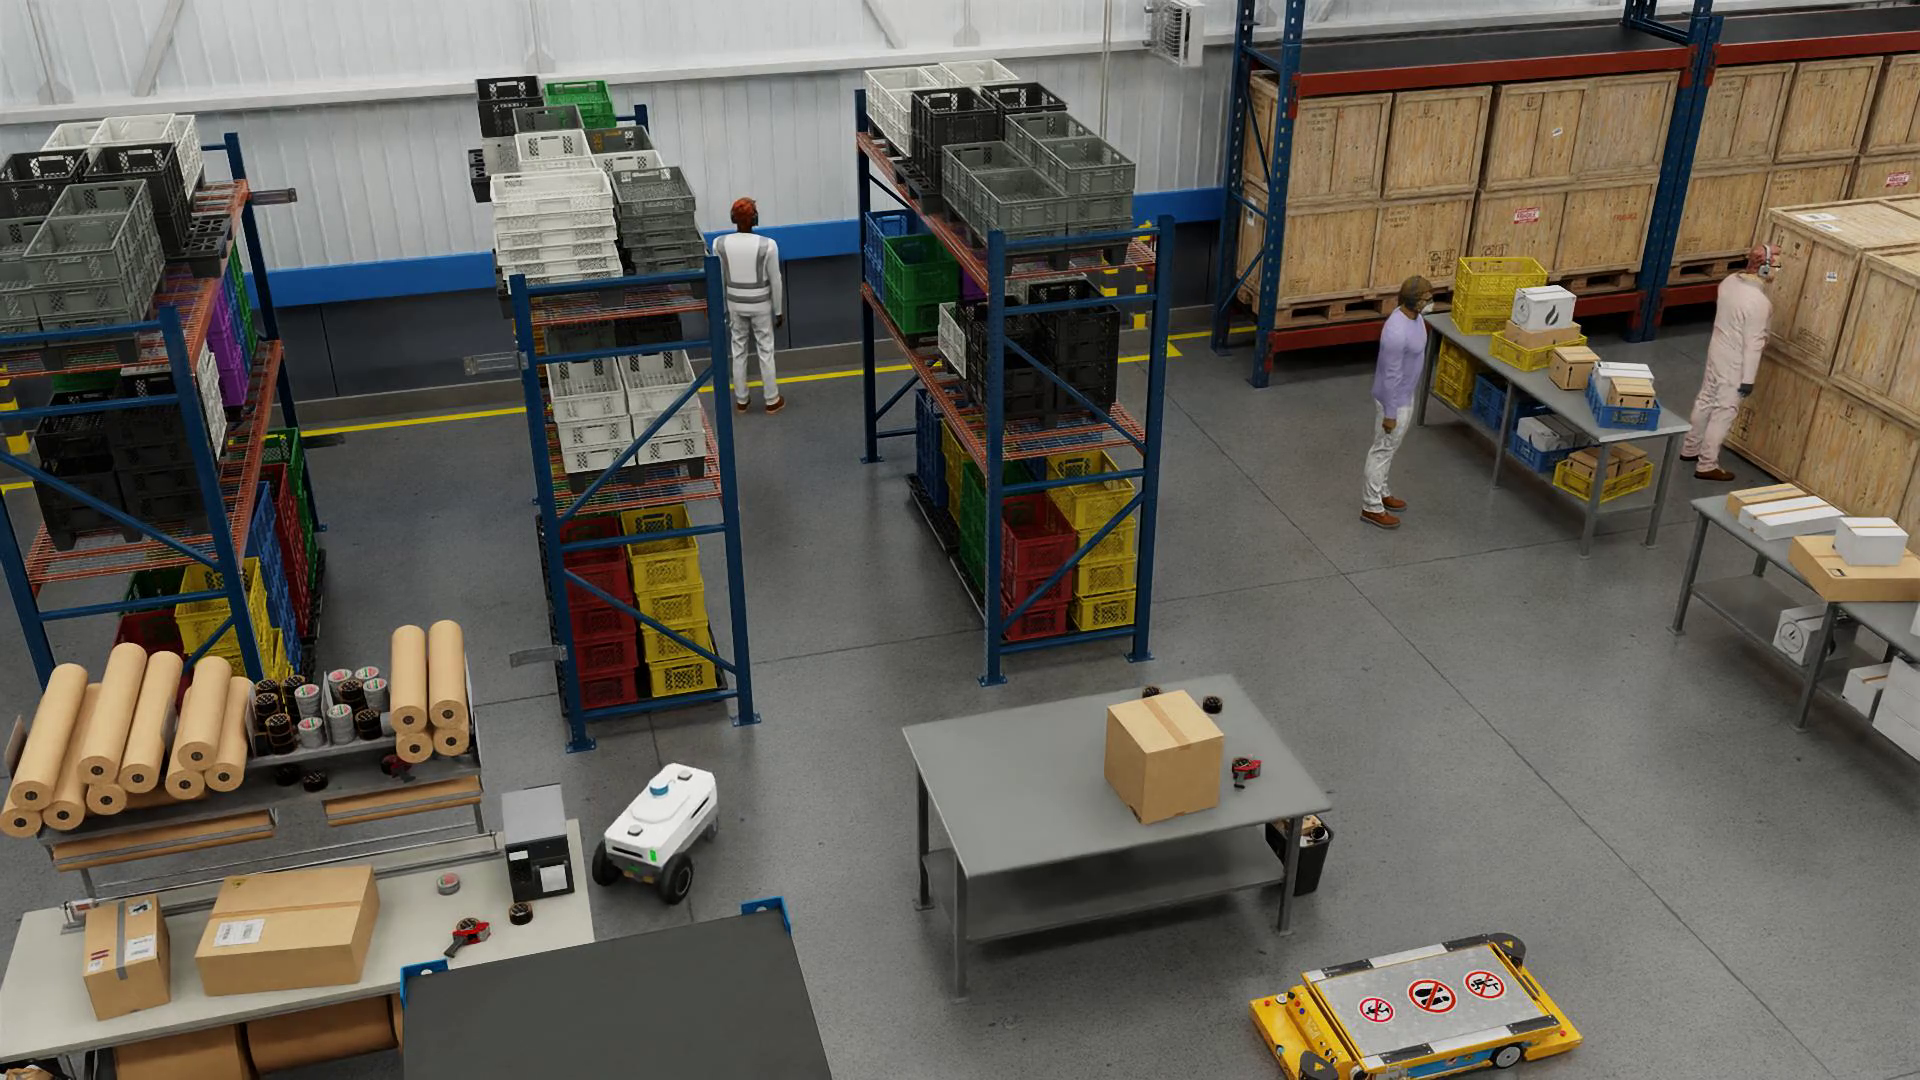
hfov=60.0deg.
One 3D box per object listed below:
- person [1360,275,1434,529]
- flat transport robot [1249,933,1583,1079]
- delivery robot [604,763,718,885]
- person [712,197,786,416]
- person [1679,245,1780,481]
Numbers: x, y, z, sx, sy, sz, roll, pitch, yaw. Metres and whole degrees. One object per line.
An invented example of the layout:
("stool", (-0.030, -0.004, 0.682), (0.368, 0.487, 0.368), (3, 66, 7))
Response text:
("person", (3.232, -1.039, 12.305), (0.355, 1.936, 0.636), (12, 31, 21))
("flat transport robot", (2.184, 2.282, 7.980), (1.431, 0.197, 0.652), (-8, 30, -14))
("delivery robot", (-1.612, 1.505, 9.008), (0.477, 0.478, 0.707), (11, 31, 19))
("person", (-1.772, -1.957, 14.033), (0.575, 1.882, 0.361), (4, 29, 8))
("person", (6.064, -1.390, 12.992), (0.397, 1.900, 0.644), (0, 29, 0))
